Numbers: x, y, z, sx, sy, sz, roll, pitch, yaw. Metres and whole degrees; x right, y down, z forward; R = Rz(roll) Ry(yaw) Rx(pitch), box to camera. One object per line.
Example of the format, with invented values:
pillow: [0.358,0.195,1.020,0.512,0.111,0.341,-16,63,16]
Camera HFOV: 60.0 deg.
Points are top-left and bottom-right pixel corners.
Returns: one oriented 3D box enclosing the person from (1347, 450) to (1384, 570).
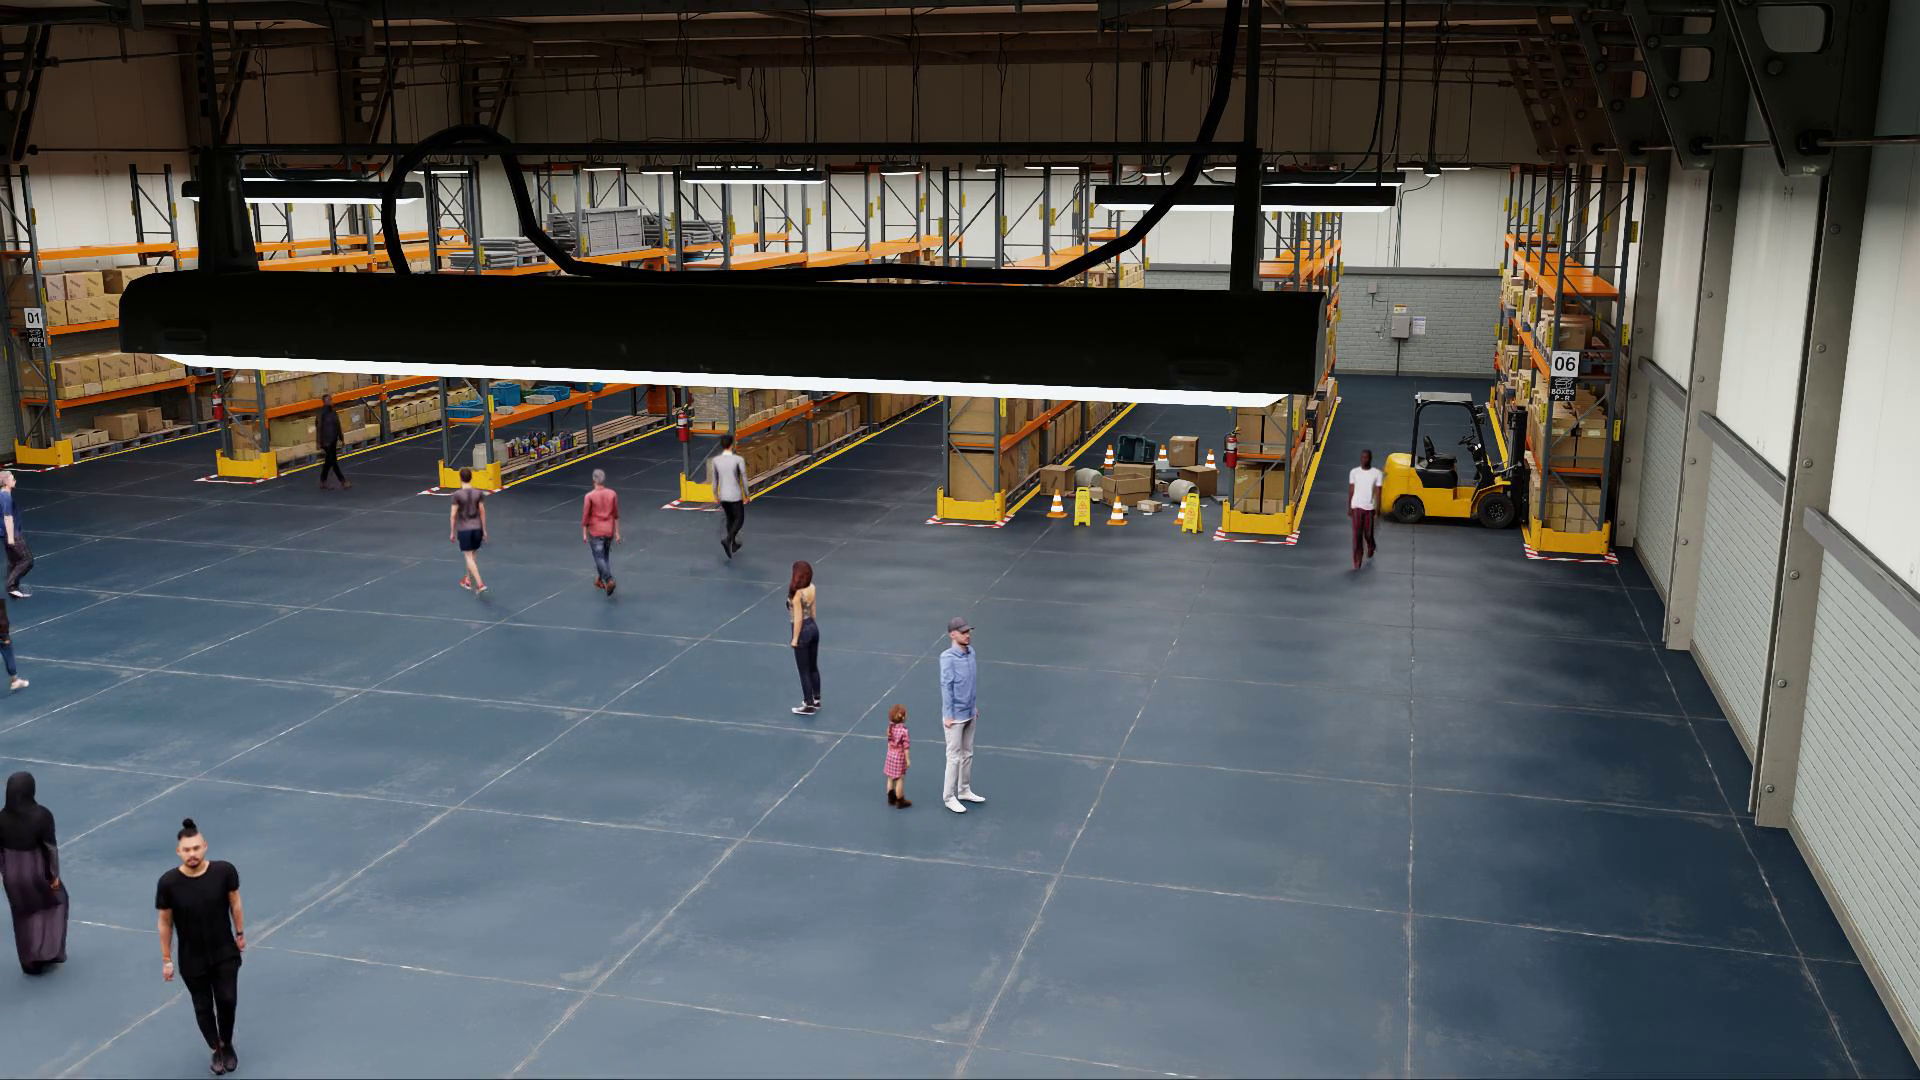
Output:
person: [6.202,-0.482,25.493,0.765,1.818,0.962,6,14,25]

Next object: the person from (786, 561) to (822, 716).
person: [-1.739,1.091,18.809,0.701,1.769,0.535,6,14,24]

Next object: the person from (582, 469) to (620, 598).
person: [-5.099,-0.077,23.795,1.232,1.795,1.226,-10,16,-36]

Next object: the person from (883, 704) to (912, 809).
person: [-0.610,2.088,16.159,0.490,1.021,0.532,12,18,43]

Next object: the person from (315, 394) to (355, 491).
person: [-11.949,-1.821,31.309,0.777,1.802,0.965,4,14,15]

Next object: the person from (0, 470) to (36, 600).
person: [-13.502,-0.044,23.507,0.865,1.861,0.814,-8,15,-32]

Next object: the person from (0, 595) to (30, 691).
person: [-11.297,1.116,19.382,0.648,1.462,0.877,1,13,6]

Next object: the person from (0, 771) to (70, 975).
person: [-7.172,2.581,12.740,0.772,1.604,0.863,-2,13,-9]

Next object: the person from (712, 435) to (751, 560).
person: [-3.632,-0.685,26.162,0.800,1.911,1.055,4,14,18]

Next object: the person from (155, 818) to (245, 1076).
person: [-5.183,2.762,11.405,0.801,1.853,0.844,-6,14,-24]

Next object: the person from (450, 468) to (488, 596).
person: [-6.994,-0.090,23.800,1.193,1.817,1.146,-11,17,-39]

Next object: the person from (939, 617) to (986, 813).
person: [0.000,1.659,16.090,0.789,1.888,0.637,9,16,35]
